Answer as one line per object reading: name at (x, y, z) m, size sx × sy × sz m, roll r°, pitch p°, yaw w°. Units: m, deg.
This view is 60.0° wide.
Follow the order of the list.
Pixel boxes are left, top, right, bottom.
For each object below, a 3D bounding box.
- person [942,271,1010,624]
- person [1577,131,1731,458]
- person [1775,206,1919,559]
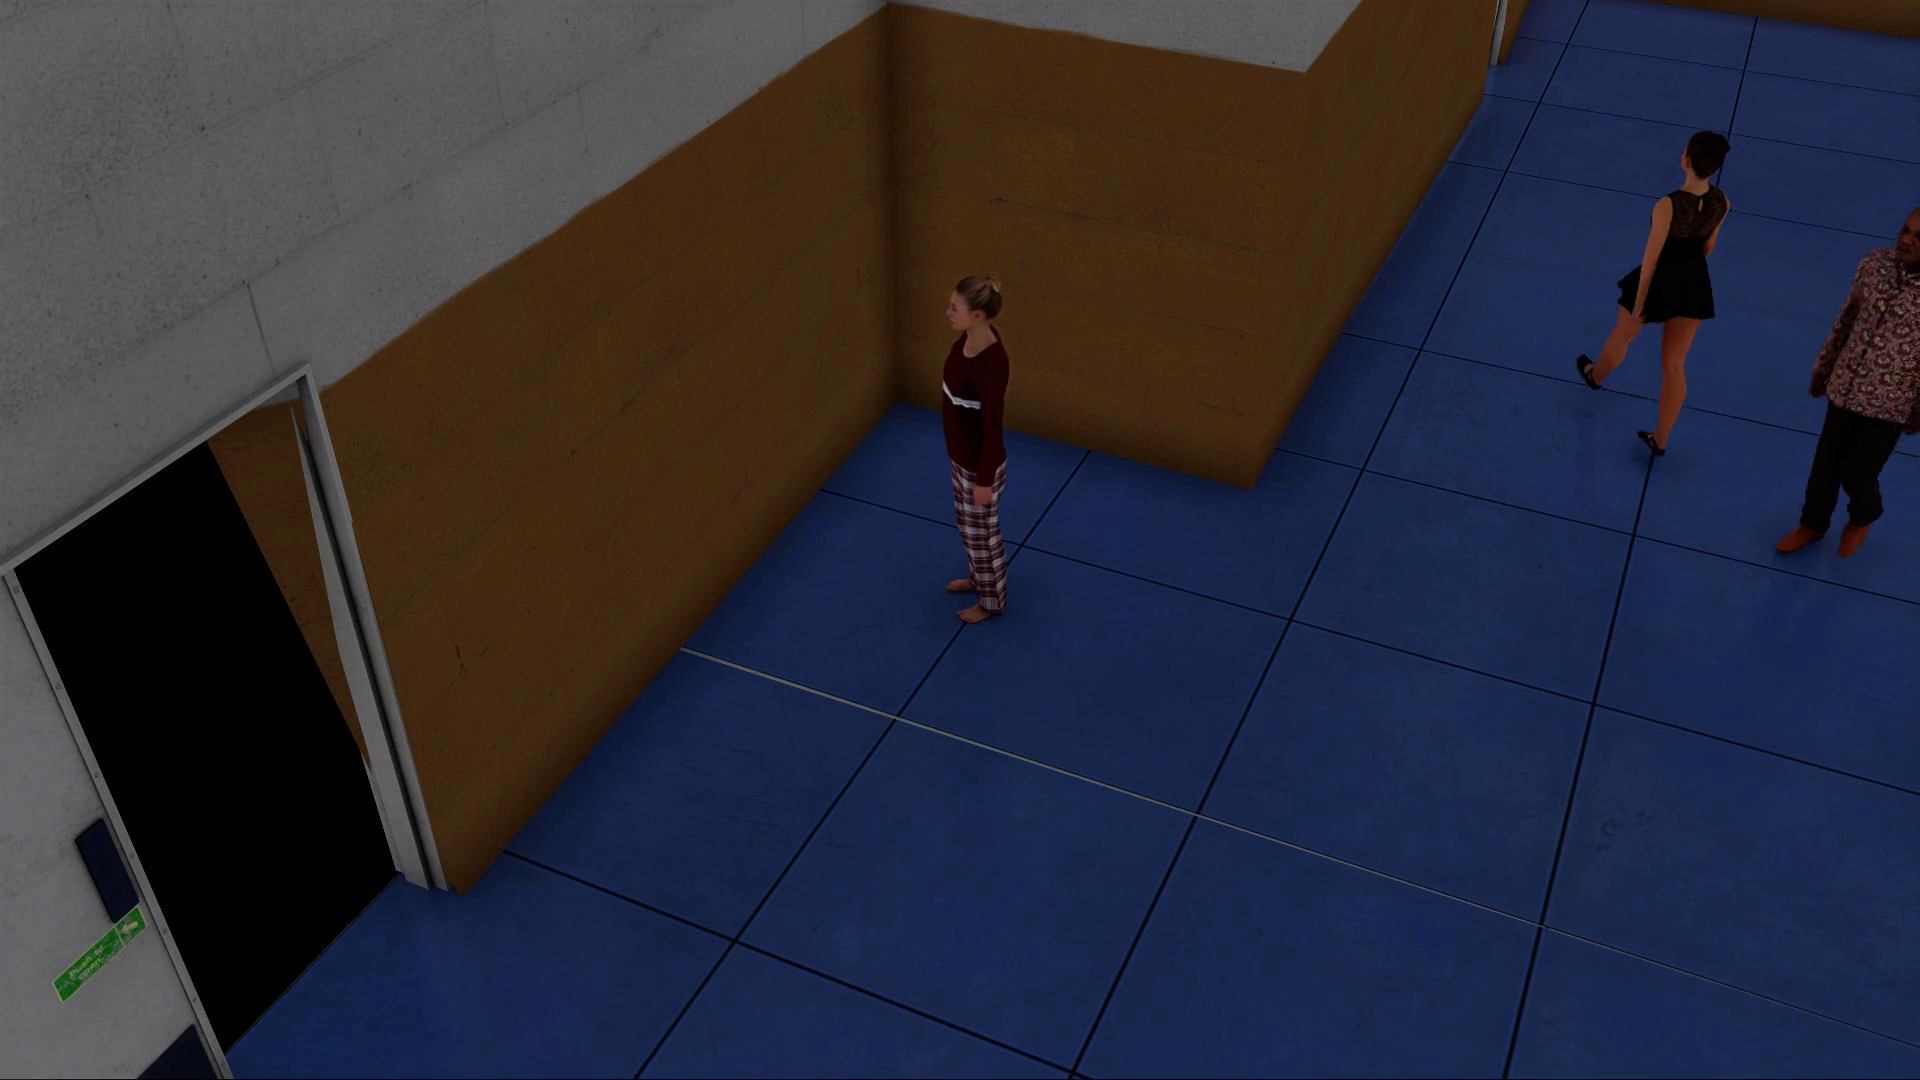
person at (0.071, -0.382, 7.150) m, size 0.723 × 1.700 × 0.689 m, roll -9°, pitch 38°, yaw -12°
person at (3.563, -1.179, 8.277) m, size 1.123 × 1.621 × 1.051 m, roll -5°, pitch 37°, yaw -7°
person at (4.172, -0.700, 7.495) m, size 0.910 × 1.794 × 0.817 m, roll -22°, pitch 42°, yaw -26°
